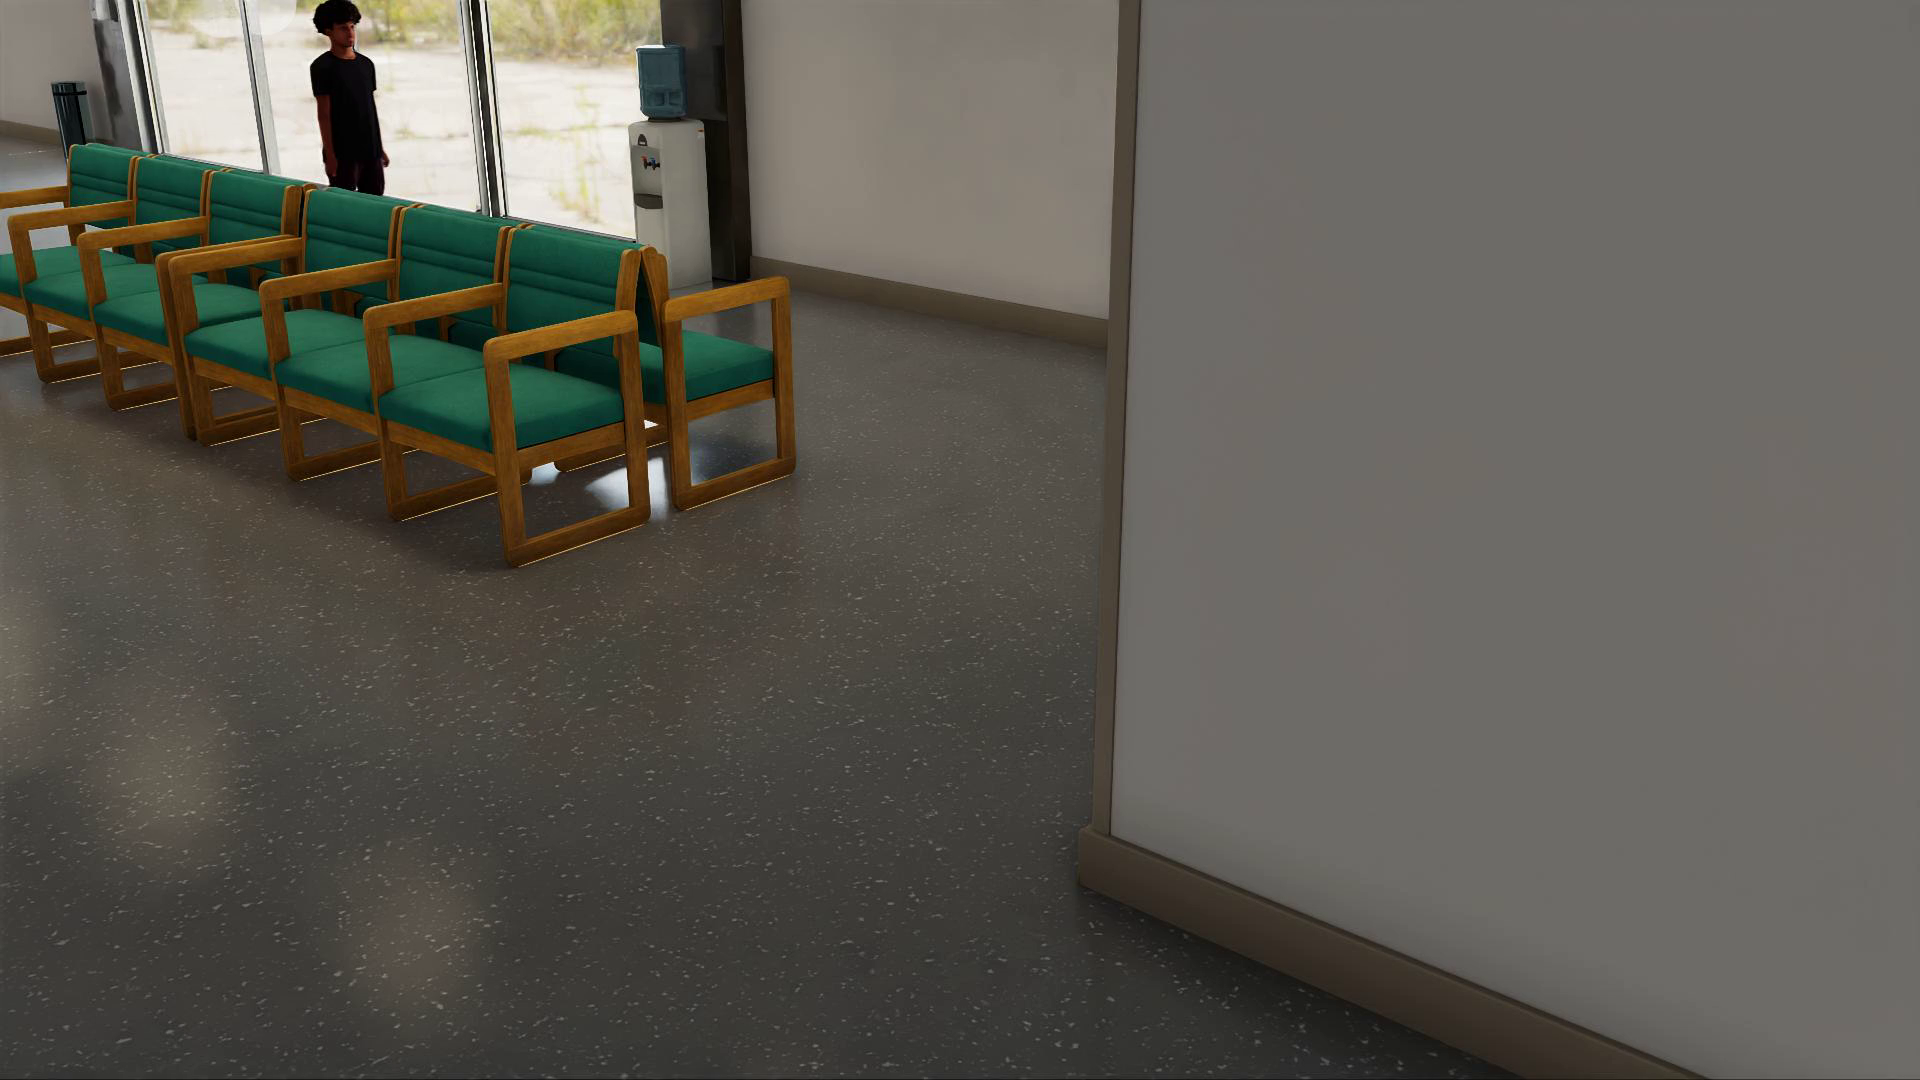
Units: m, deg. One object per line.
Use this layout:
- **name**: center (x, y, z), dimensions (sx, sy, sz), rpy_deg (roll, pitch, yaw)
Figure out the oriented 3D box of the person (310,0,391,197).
- **person**: center (-3.848, -2.503, 10.540), dimensions (0.719, 1.781, 0.534), rpy_deg (12, 24, 29)
